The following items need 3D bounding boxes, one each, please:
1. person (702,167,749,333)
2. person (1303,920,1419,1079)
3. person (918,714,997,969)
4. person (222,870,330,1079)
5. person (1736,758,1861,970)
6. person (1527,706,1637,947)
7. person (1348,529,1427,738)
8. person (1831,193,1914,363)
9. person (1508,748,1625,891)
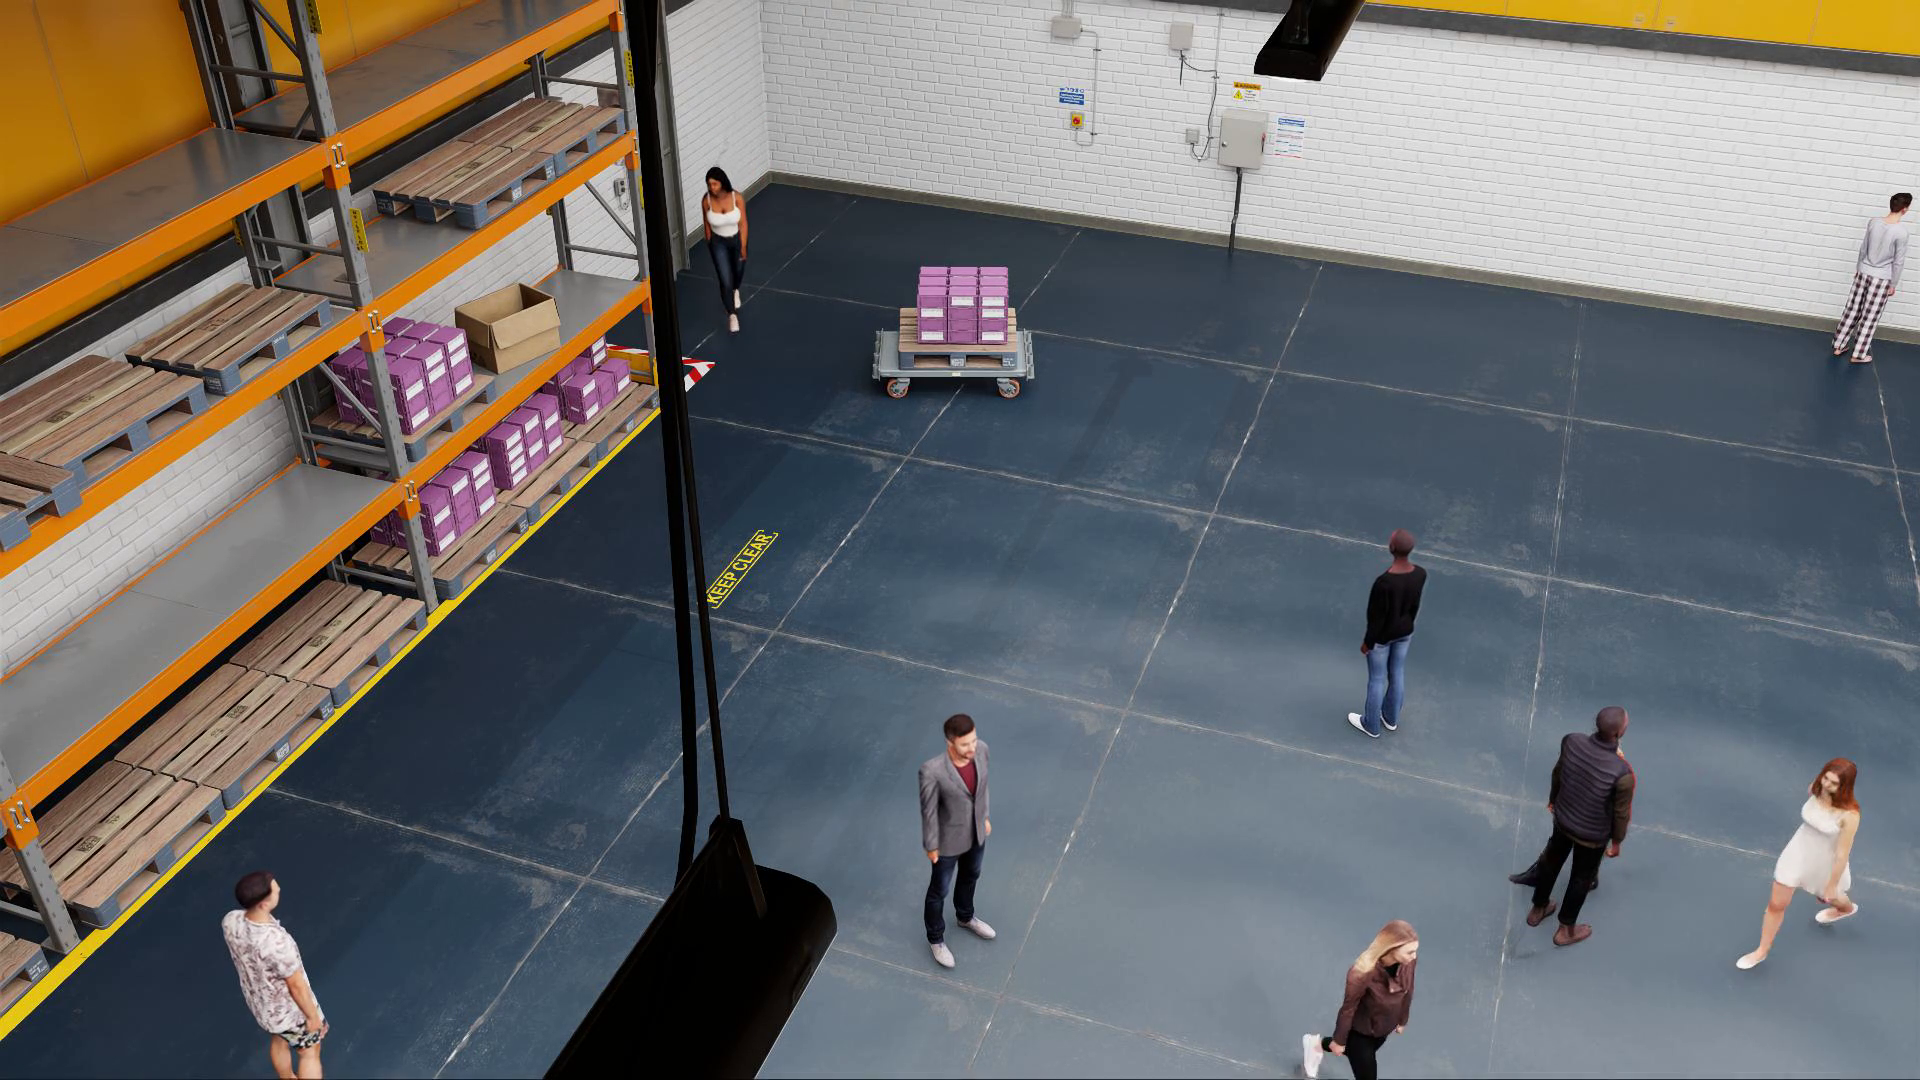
[{"bbox_3d":[-2.524,-3.243,18.154,1.027,1.758,1.258,-5,34,-8],"label":"person"},{"bbox_3d":[2.241,2.675,9.327,1.096,1.673,1.123,-16,37,-23],"label":"person"},{"bbox_3d":[-0.018,1.832,10.415,0.720,1.874,0.842,-26,41,-33],"label":"person"},{"bbox_3d":[-3.839,2.572,9.359,0.713,1.811,0.640,18,38,25],"label":"person"},{"bbox_3d":[5.418,1.974,10.402,1.177,1.652,1.111,-14,36,-20],"label":"person"},{"bbox_3d":[3.930,1.787,10.516,0.793,1.836,0.775,-20,38,-27],"label":"person"},{"bbox_3d":[3.170,0.688,12.249,0.680,1.748,0.739,-15,36,-21],"label":"person"},{"bbox_3d":[9.529,-2.741,17.318,0.746,1.847,0.701,-17,37,-23],"label":"person"},{"bbox_3d":[4.174,1.849,10.947,0.844,1.257,0.840,-10,35,-14],"label":"person"}]
